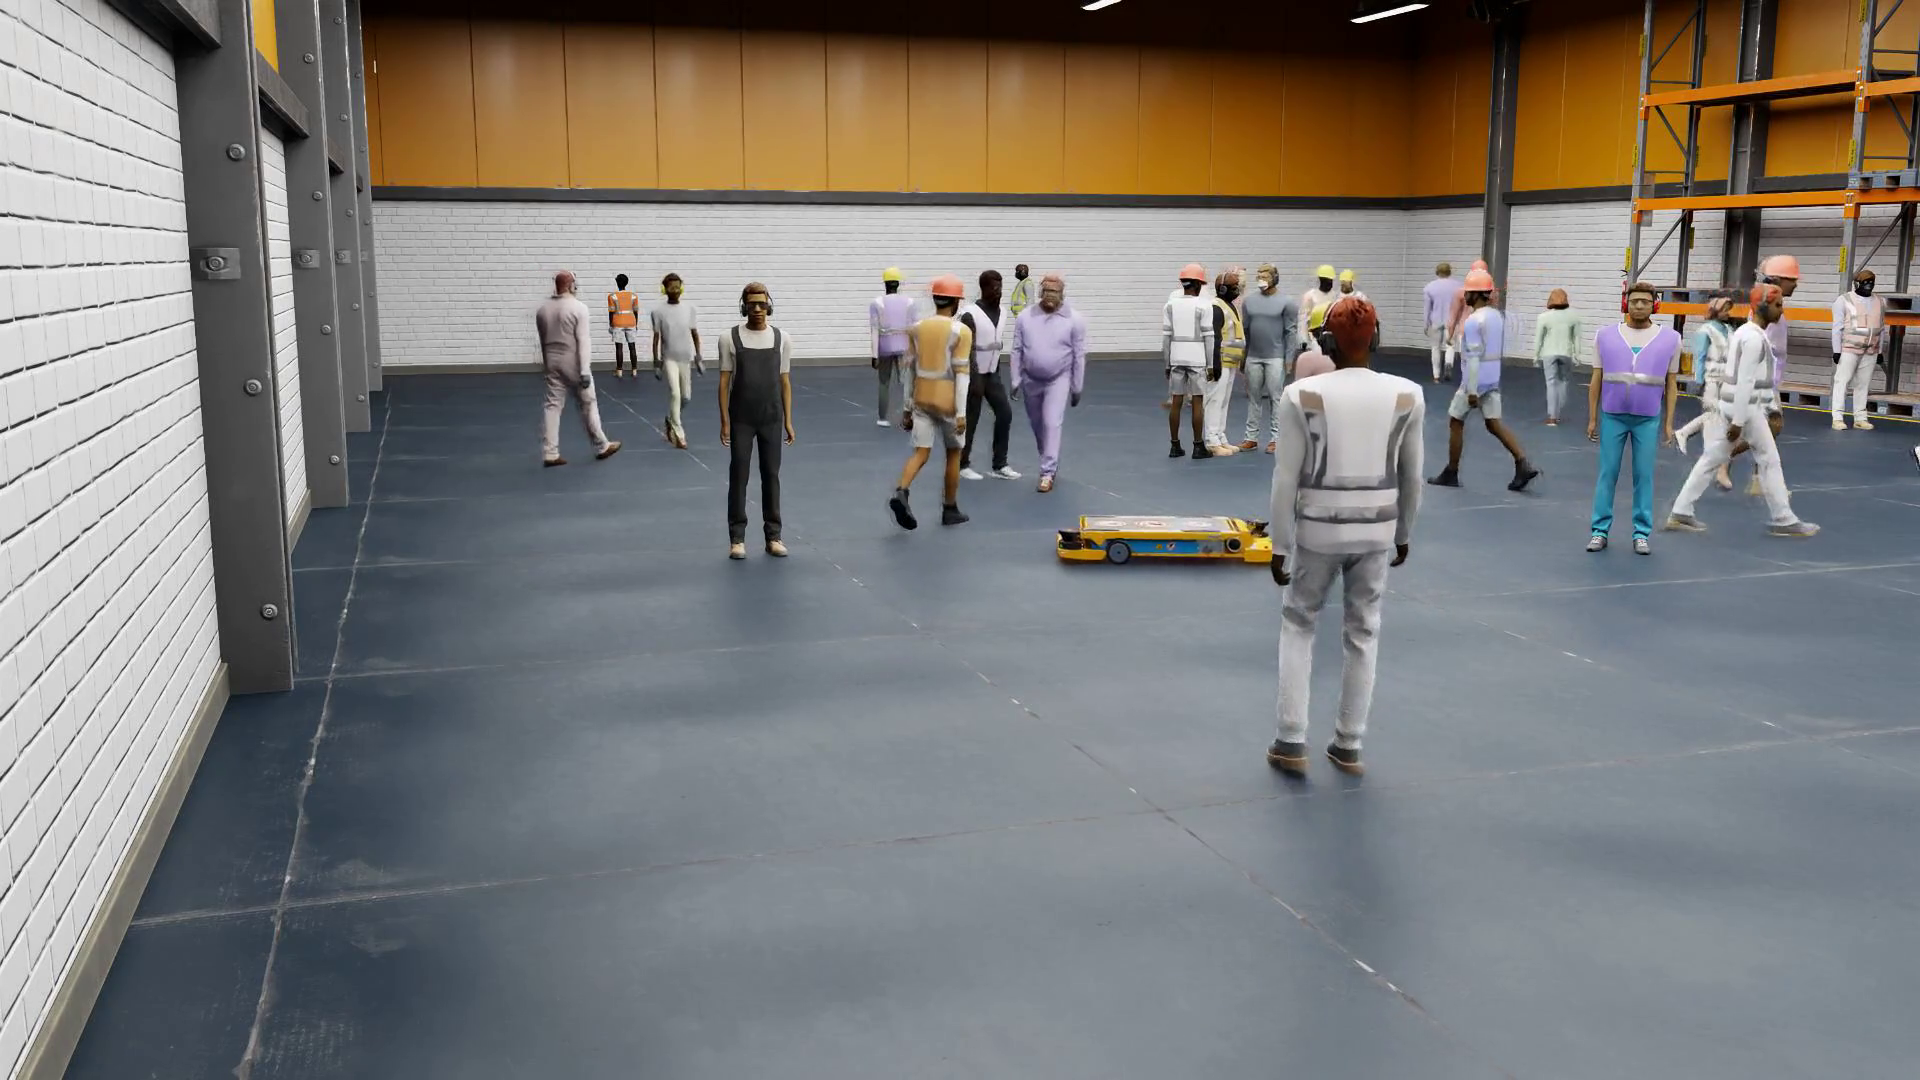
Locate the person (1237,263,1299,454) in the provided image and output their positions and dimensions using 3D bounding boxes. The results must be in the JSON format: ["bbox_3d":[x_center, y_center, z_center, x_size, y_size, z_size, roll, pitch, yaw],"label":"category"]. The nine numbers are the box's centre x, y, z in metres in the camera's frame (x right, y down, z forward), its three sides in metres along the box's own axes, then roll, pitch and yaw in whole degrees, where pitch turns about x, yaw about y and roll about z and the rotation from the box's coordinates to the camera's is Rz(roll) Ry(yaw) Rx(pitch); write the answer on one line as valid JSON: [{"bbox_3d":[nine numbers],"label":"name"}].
[{"bbox_3d":[3.132,-1.843,16.987,0.624,1.926,0.378,8,12,37],"label":"person"}]

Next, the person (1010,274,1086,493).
[{"bbox_3d":[0.783,-1.387,14.552,0.643,1.865,0.956,3,10,18],"label":"person"}]

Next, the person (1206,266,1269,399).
[{"bbox_3d":[3.845,-2.887,23.257,1.011,1.857,0.644,9,13,42],"label":"person"}]

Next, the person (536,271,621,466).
[{"bbox_3d":[-3.743,-1.666,16.131,0.681,1.856,0.967,5,11,26],"label":"person"}]

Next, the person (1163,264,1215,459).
[{"bbox_3d":[2.289,-1.771,16.562,0.542,1.929,0.374,6,12,33],"label":"person"}]

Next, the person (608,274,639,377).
[{"bbox_3d":[-5.536,-3.523,27.374,0.535,1.697,0.318,-6,11,-31],"label":"person"}]

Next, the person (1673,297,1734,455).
[{"bbox_3d":[7.235,-1.544,16.113,0.520,1.623,0.581,-7,12,-37],"label":"person"}]

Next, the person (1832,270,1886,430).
[{"bbox_3d":[10.403,-2.192,19.251,0.625,1.844,0.429,-1,10,-5],"label":"person"}]

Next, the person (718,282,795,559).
[{"bbox_3d":[-1.362,-0.795,11.151,0.505,1.847,0.344,-3,10,-19],"label":"person"}]

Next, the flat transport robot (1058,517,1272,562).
[{"bbox_3d":[1.381,-0.015,11.188,1.431,0.197,0.652,1,10,4],"label":"flat transport robot"}]

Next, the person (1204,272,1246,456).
[{"bbox_3d":[2.677,-1.780,16.862,0.430,1.845,0.624,5,11,25],"label":"person"}]

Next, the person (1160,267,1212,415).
[{"bbox_3d":[2.893,-2.526,21.090,0.647,1.882,1.020,-7,12,-35],"label":"person"}]

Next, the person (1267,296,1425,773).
[{"bbox_3d":[1.493,-0.004,6.473,0.602,1.880,0.419,0,10,-1],"label":"person"}]

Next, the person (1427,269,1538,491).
[{"bbox_3d":[4.540,-1.369,14.314,0.538,1.911,0.921,-8,13,-40],"label":"person"}]

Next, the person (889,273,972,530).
[{"bbox_3d":[-0.232,-1.002,12.236,0.577,1.905,0.894,6,11,30],"label":"person"}]

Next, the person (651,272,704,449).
[{"bbox_3d":[-3.012,-1.906,17.587,0.520,1.849,0.816,-6,11,-30],"label":"person"}]

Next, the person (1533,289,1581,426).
[{"bbox_3d":[7.113,-2.186,19.874,0.538,1.608,0.678,1,10,5],"label":"person"}]

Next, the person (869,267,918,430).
[{"bbox_3d":[-0.747,-2.219,19.285,0.601,1.892,0.944,-3,10,-18],"label":"person"}]

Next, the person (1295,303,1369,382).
[{"bbox_3d":[2.402,-0.662,10.739,0.548,1.710,0.577,-3,10,-15],"label":"person"}]

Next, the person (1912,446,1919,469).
[{"bbox_3d":[8.936,-1.370,14.784,0.528,1.740,0.736,-9,13,-41],"label":"person"}]

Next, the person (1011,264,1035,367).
[{"bbox_3d":[1.129,-4.034,29.911,0.429,1.842,0.629,-2,10,-10],"label":"person"}]

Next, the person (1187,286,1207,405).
[{"bbox_3d":[3.182,-2.538,21.970,0.513,1.592,0.836,2,10,13],"label":"person"}]

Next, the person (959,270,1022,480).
[{"bbox_3d":[0.266,-1.459,14.876,0.763,1.884,0.668,7,12,36],"label":"person"}]

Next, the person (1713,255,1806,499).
[{"bbox_3d":[6.601,-1.334,13.738,0.571,2.025,0.614,6,11,31],"label":"person"}]

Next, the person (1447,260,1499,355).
[{"bbox_3d":[6.887,-2.769,22.263,0.605,1.958,0.996,-1,10,-6],"label":"person"}]

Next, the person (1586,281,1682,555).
[{"bbox_3d":[4.575,-0.827,11.325,0.564,1.849,0.390,4,11,23],"label":"person"}]

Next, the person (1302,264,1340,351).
[{"bbox_3d":[4.841,-2.777,22.493,0.592,1.900,0.811,-5,11,-28],"label":"person"}]

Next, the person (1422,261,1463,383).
[{"bbox_3d":[7.534,-3.386,25.942,0.643,1.923,0.704,2,10,13],"label":"person"}]

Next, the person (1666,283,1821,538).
[{"bbox_3d":[5.663,-0.921,11.987,1.024,1.827,0.586,2,10,13],"label":"person"}]

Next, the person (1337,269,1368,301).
[{"bbox_3d":[5.682,-3.050,24.306,0.597,1.812,0.704,7,12,34],"label":"person"}]
